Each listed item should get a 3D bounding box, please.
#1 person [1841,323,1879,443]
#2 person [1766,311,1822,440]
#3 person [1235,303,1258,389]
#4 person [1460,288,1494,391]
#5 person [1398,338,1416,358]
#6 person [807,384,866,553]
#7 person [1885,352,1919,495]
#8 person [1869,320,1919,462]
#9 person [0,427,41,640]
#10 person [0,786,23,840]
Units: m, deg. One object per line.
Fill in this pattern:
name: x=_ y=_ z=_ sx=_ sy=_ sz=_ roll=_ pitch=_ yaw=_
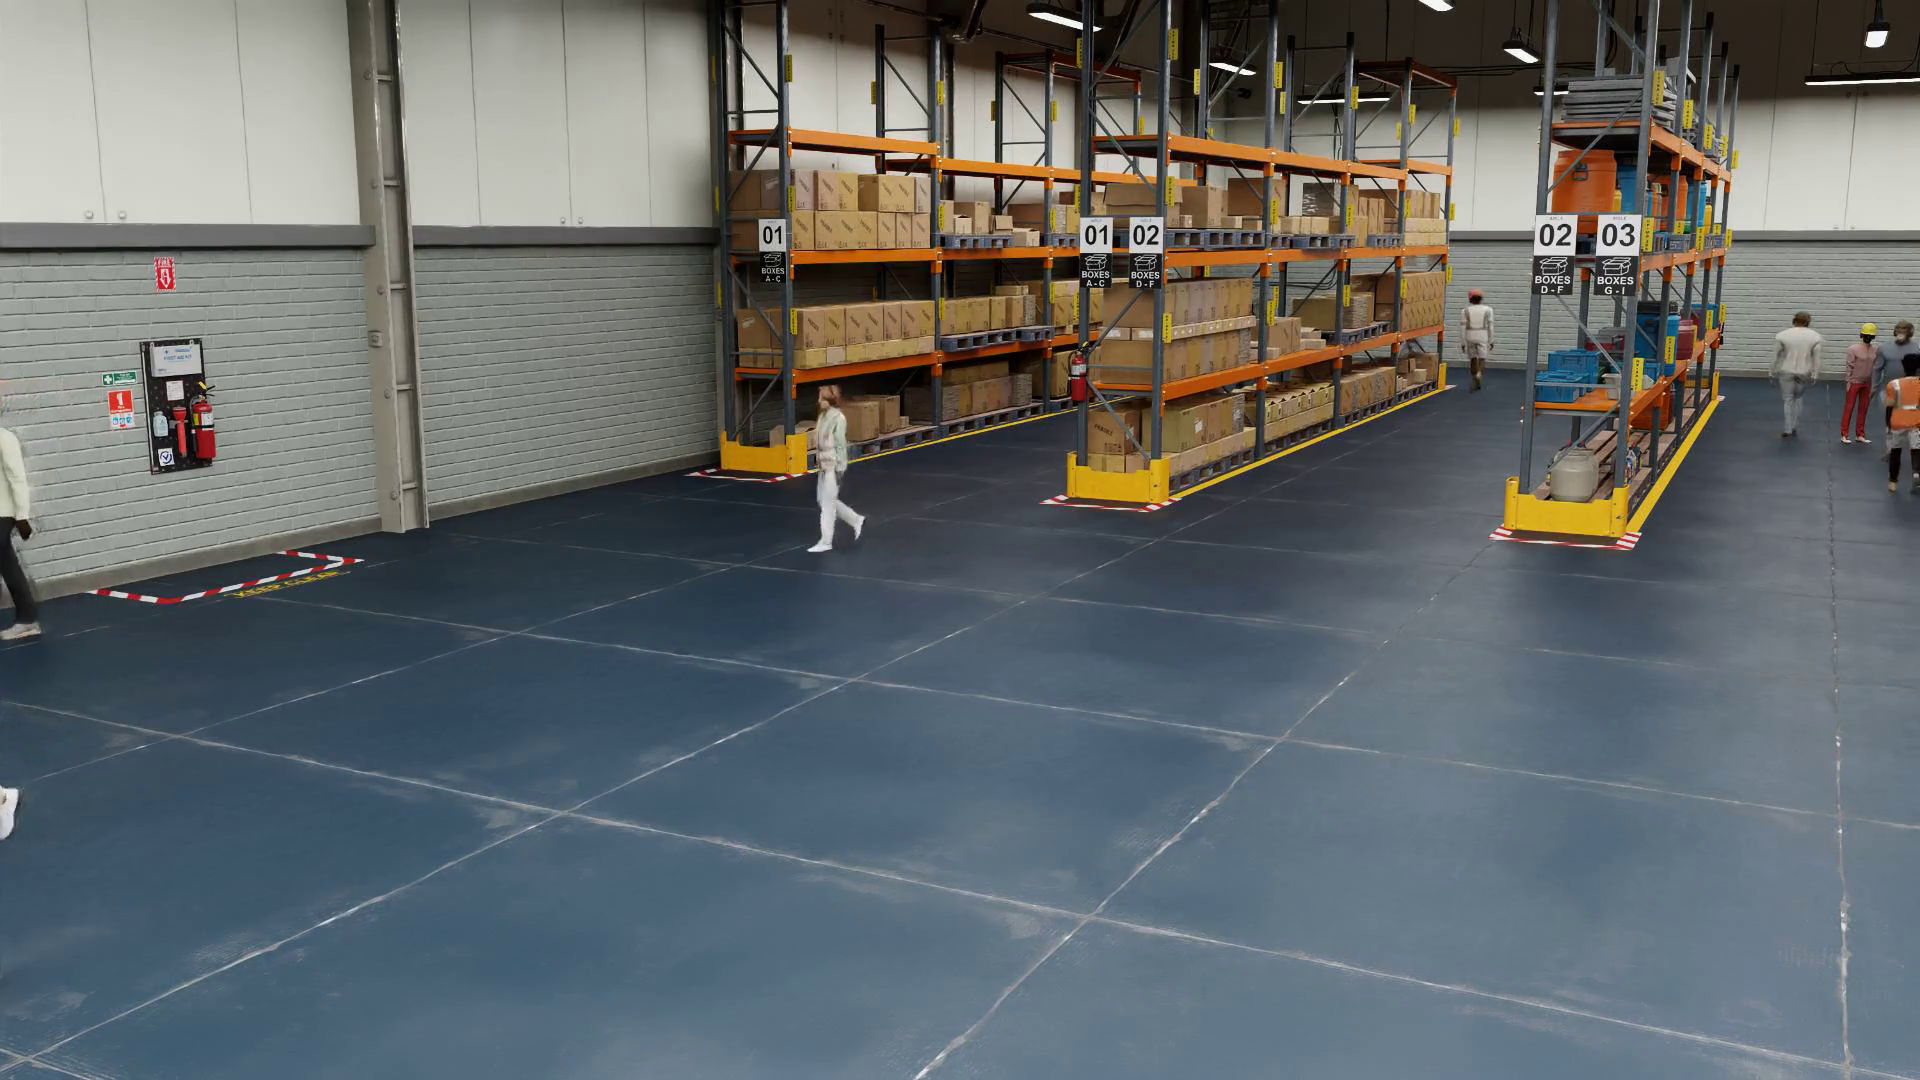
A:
person: x=13.197 y=-2.287 z=24.323 sx=0.523 sy=1.763 sz=0.329 roll=-1 pitch=10 yaw=-6
person: x=12.478 y=-2.479 z=24.943 sx=0.655 sy=1.906 sz=0.799 roll=2 pitch=11 yaw=11
person: x=5.242 y=-3.382 z=30.018 sx=0.612 sy=1.871 sz=1.013 roll=7 pitch=13 yaw=35
person: x=10.074 y=-3.896 z=32.427 sx=0.661 sy=2.007 sz=0.638 roll=4 pitch=11 yaw=20
person: x=9.073 y=-4.092 z=34.044 sx=0.986 sy=1.808 sz=0.556 roll=6 pitch=12 yaw=29
person: x=-1.197 y=-0.697 z=16.018 sx=0.586 sy=1.619 sz=0.528 roll=-5 pitch=12 yaw=-26
person: x=11.093 y=-1.353 z=19.452 sx=0.530 sy=1.674 sz=0.738 roll=4 pitch=11 yaw=23
person: x=12.760 y=-2.041 z=22.595 sx=0.876 sy=1.912 sz=0.633 roll=-9 pitch=14 yaw=-41
person: x=-7.262 y=-0.178 z=12.263 sx=0.618 sy=1.957 sz=0.868 roll=7 pitch=13 yaw=34
person: x=-4.837 y=0.792 z=7.918 sx=0.521 sy=1.618 sz=0.687 roll=5 pitch=11 yaw=25
